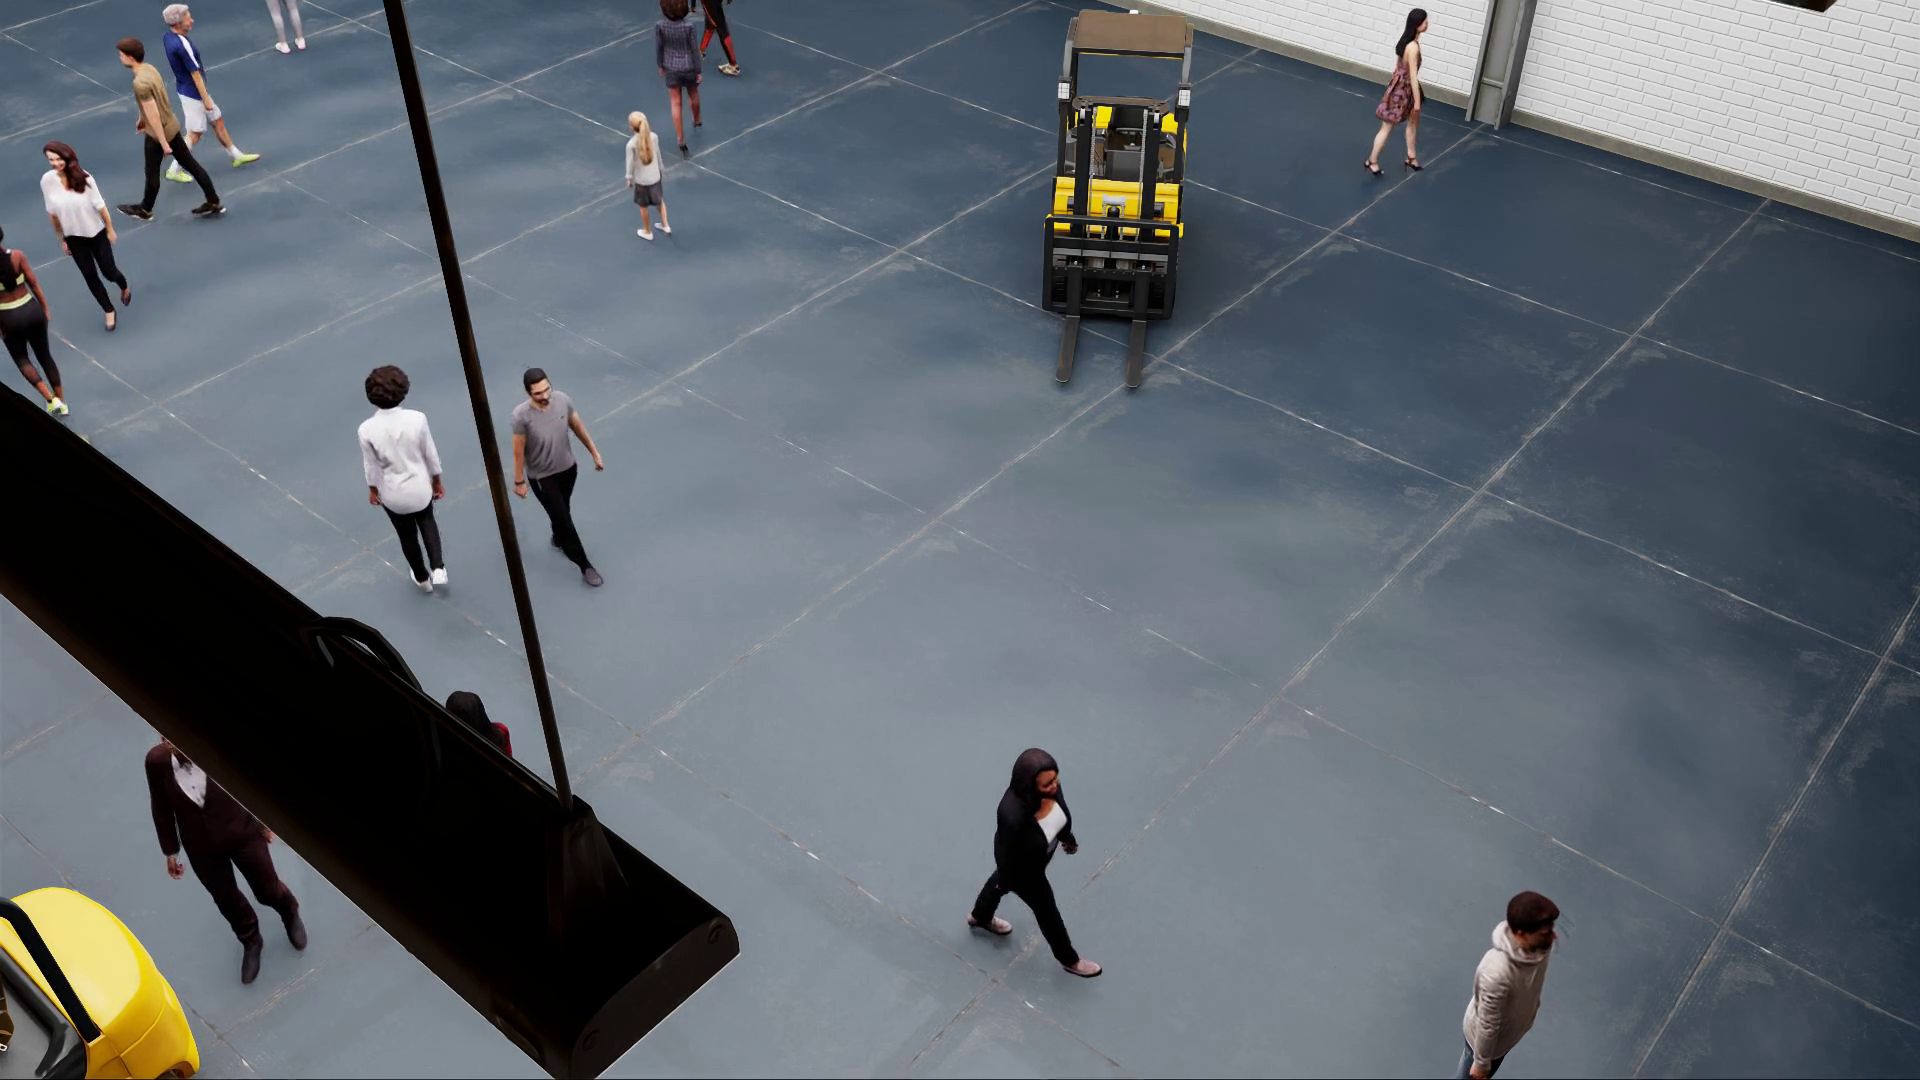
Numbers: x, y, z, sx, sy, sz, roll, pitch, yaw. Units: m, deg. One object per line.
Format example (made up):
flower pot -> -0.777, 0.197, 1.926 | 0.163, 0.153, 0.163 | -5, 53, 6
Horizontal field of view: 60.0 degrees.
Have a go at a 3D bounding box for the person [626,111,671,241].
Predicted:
person -> -2.963, -3.447, 15.742 | 0.558, 1.270, 0.559 | -27, 46, -30

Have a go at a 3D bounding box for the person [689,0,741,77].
person -> -2.689, -6.084, 18.636 | 1.114, 1.779, 0.773 | 20, 43, 23

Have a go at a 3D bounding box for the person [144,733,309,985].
person -> -4.005, 1.558, 9.005 | 0.859, 1.857, 0.903 | -8, 39, -9

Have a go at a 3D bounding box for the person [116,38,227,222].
person -> -7.512, -3.887, 15.866 | 1.220, 1.803, 1.187 | -5, 39, -6

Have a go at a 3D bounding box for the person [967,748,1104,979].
person -> 0.289, 1.700, 9.056 | 1.159, 1.572, 0.850 | 15, 41, 18

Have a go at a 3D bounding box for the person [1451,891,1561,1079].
person -> 2.583, 2.336, 8.033 | 0.555, 1.854, 0.664 | 29, 47, 31

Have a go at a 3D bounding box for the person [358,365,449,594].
person -> -3.786, -0.337, 11.428 | 0.760, 1.795, 0.809 | -23, 44, -26

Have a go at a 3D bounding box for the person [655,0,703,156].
person -> -2.889, -4.762, 17.086 | 1.071, 1.648, 1.073 | 1, 39, 2

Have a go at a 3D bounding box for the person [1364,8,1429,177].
person -> 4.313, -4.422, 16.579 | 1.000, 1.750, 0.915 | 1, 39, 1

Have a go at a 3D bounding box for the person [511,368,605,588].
person -> -2.925, -0.516, 11.712 | 0.949, 1.721, 0.777 | 26, 45, 29

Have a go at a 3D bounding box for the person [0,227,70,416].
person -> -7.400, -1.700, 13.178 | 0.608, 1.740, 0.689 | -31, 48, -33

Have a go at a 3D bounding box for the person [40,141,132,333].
person -> -7.512, -2.660, 14.349 | 0.807, 1.780, 0.872 | -4, 39, -5

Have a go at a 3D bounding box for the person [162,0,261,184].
person -> -7.691, -4.386, 16.505 | 0.885, 1.787, 1.198 | -27, 46, -30

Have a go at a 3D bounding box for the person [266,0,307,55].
person -> -7.923, -6.472, 19.259 | 0.583, 1.608, 0.563 | -28, 47, -31

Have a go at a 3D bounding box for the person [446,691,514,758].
person -> -2.605, 1.475, 9.269 | 0.524, 1.658, 0.600 | 24, 44, 27
